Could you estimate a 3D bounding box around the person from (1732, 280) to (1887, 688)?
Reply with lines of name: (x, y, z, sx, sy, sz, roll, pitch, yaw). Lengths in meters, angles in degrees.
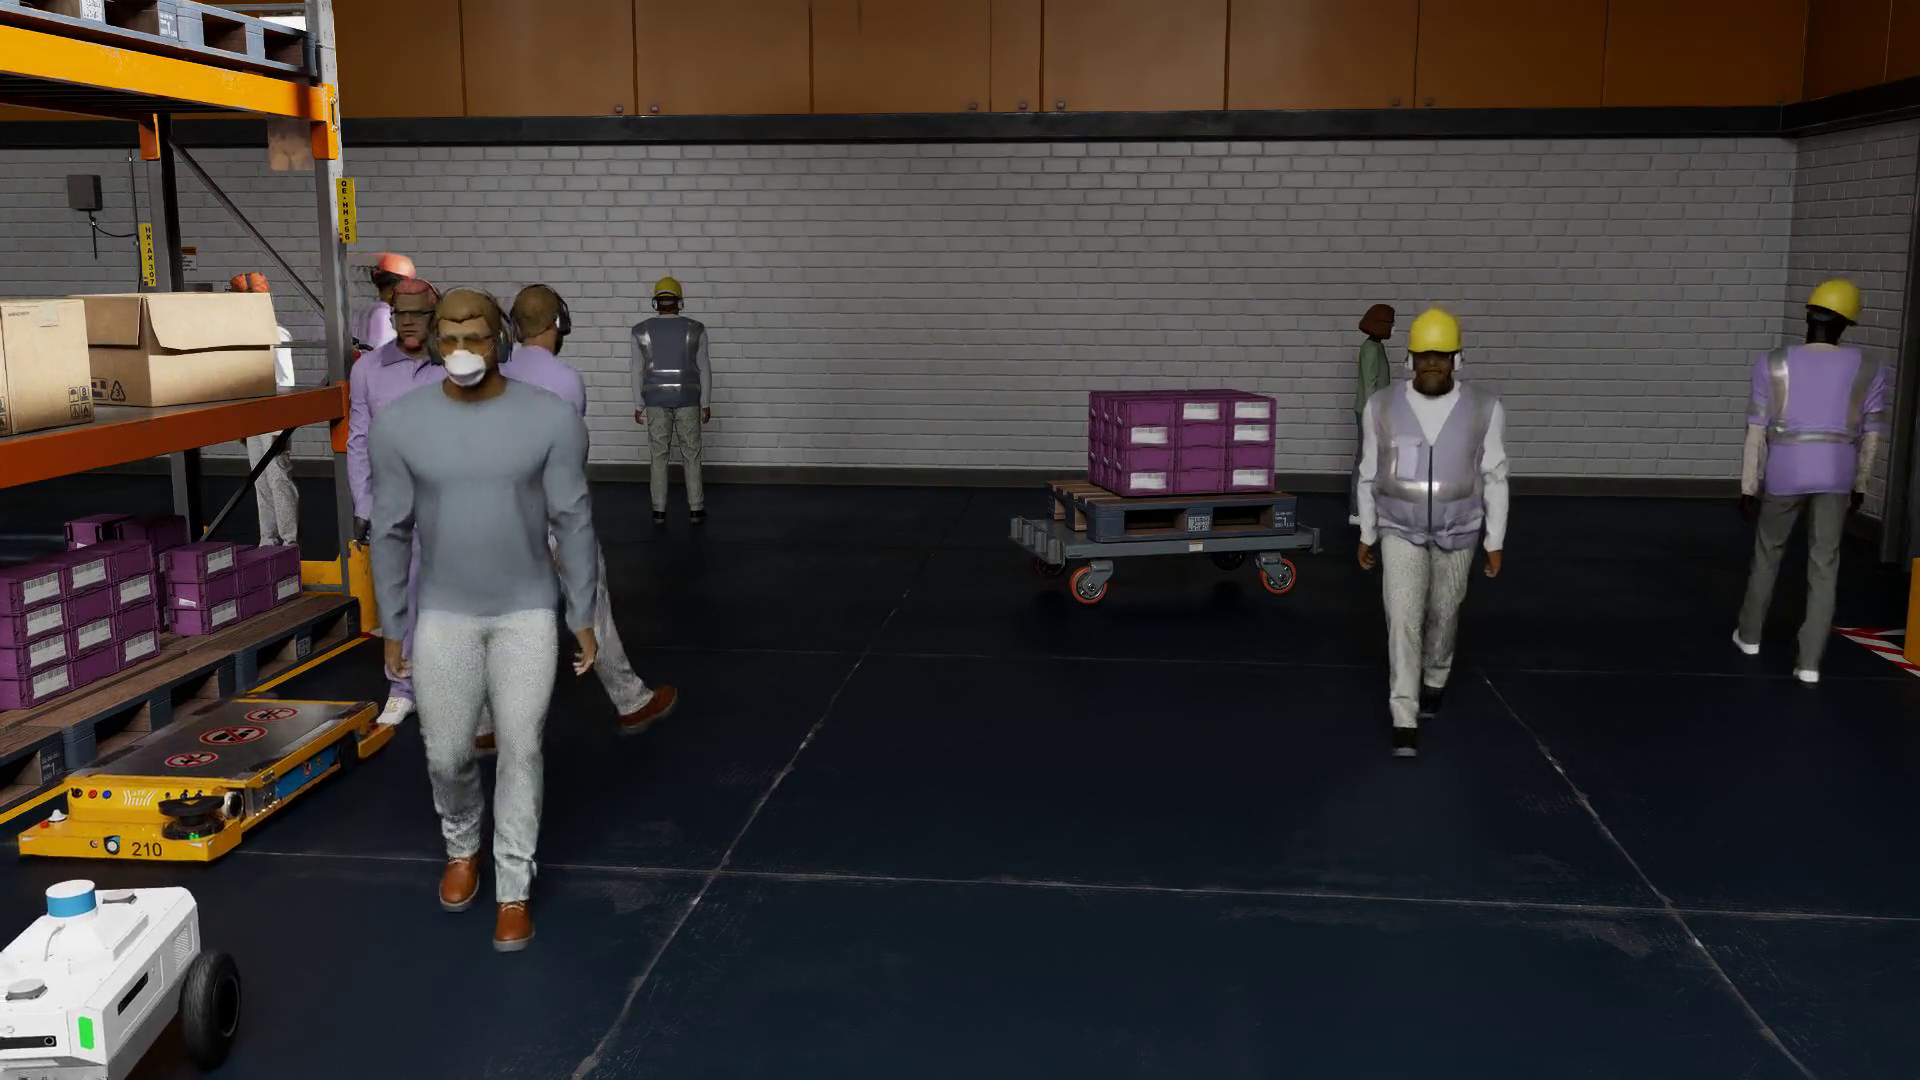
person: (4.039, -0.287, 7.943, 0.597, 1.869, 0.911, 4, 11, 20)

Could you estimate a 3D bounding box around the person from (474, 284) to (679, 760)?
person: (-1.650, -0.085, 6.767, 0.636, 1.874, 0.999, 8, 13, 38)

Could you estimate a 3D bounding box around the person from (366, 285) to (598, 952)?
person: (-1.385, 0.223, 4.883, 0.648, 1.928, 0.447, -2, 10, -14)

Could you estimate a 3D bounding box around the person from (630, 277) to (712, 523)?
person: (-2.131, -1.030, 12.333, 0.588, 1.823, 0.403, -1, 10, -6)

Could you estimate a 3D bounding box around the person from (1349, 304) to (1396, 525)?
person: (3.040, -0.917, 12.252, 0.273, 1.627, 0.502, 3, 10, 17)

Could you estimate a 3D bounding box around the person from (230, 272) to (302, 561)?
person: (-4.314, -0.709, 10.315, 0.572, 1.886, 0.354, 10, 14, 44)

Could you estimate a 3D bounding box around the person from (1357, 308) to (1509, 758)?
person: (1.958, -0.067, 6.919, 0.604, 1.791, 0.908, 3, 10, 14)

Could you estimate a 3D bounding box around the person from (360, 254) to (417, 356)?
person: (-3.686, -0.871, 10.962, 0.920, 1.983, 0.674, -5, 11, -25)

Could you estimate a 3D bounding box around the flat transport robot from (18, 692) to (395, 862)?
flat transport robot: (-2.698, 0.832, 6.113, 0.652, 0.197, 1.431, 1, 10, 5)

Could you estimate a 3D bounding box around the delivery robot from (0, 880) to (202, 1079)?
delivery robot: (-2.047, 1.036, 3.866, 0.477, 0.478, 0.707, -1, 10, -6)

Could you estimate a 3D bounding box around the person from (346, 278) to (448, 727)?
person: (-2.255, -0.148, 7.049, 0.655, 1.905, 0.407, -1, 10, -7)
